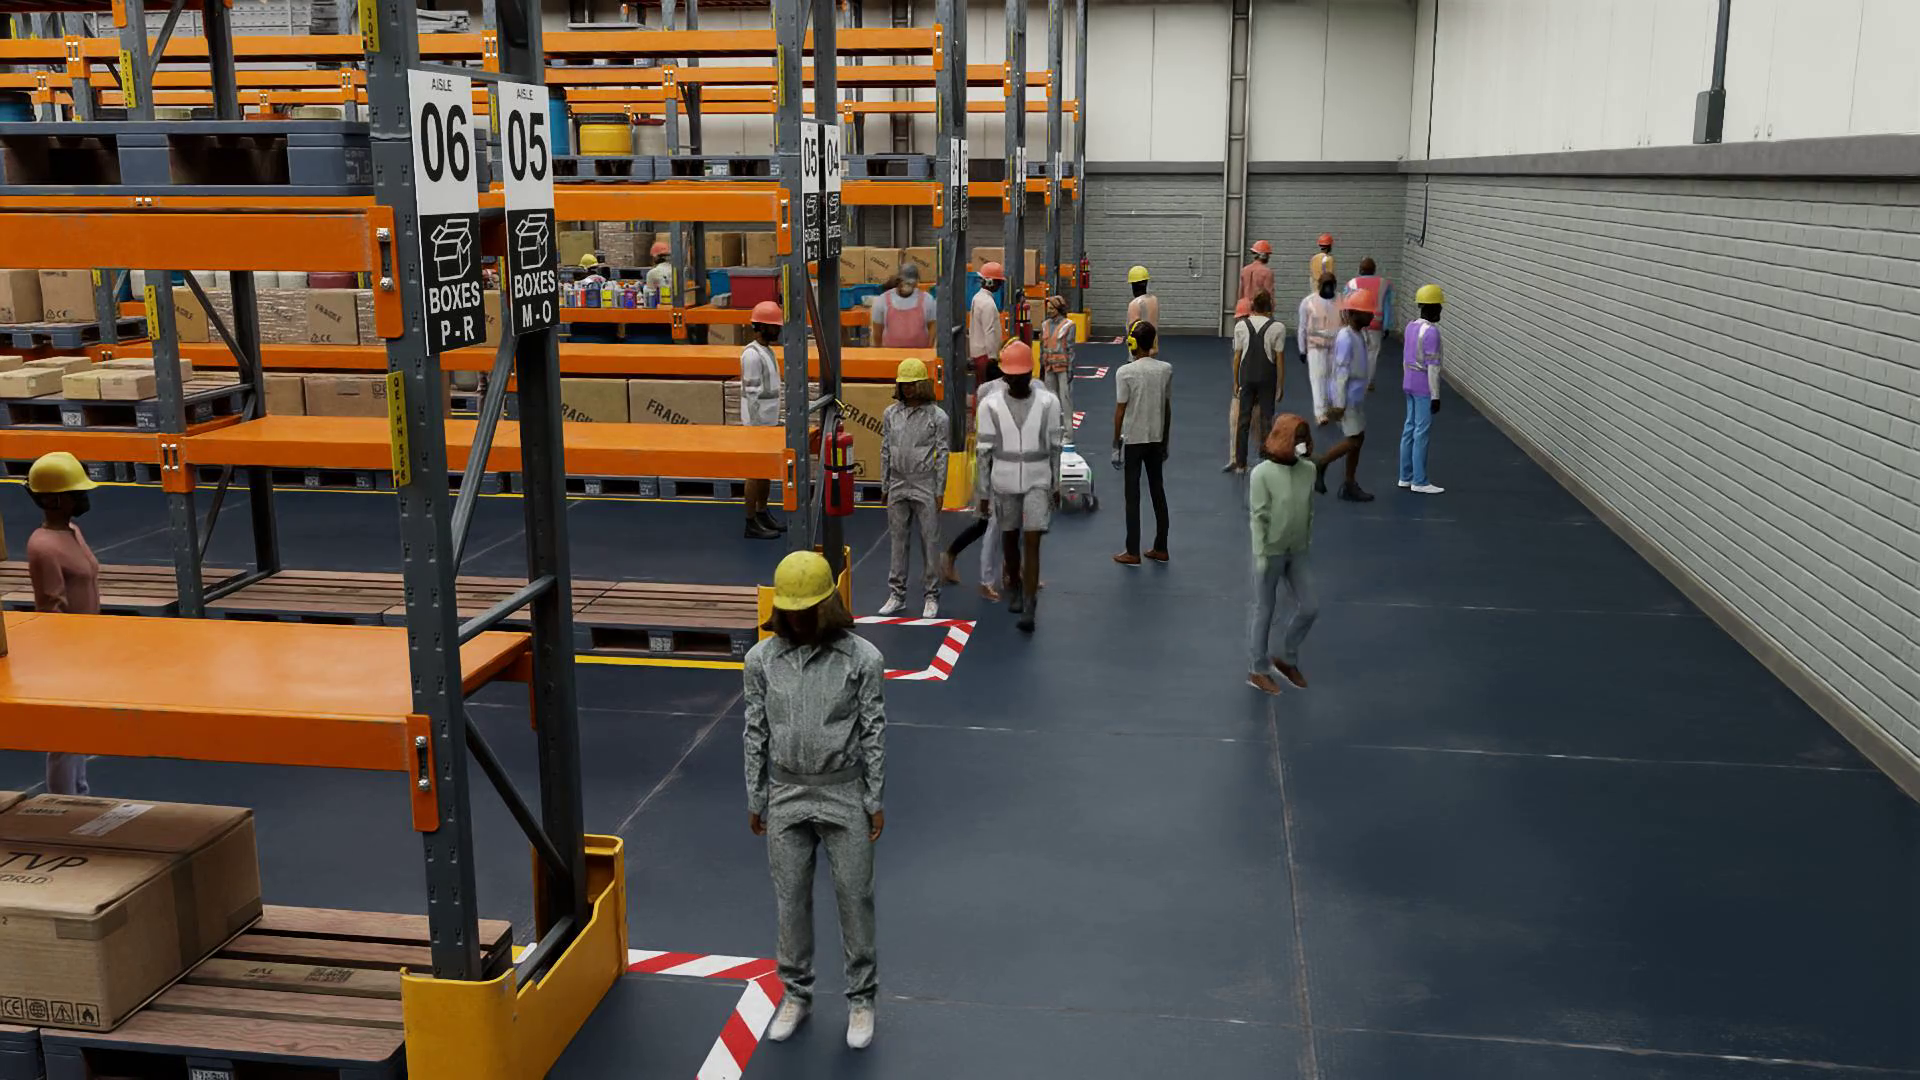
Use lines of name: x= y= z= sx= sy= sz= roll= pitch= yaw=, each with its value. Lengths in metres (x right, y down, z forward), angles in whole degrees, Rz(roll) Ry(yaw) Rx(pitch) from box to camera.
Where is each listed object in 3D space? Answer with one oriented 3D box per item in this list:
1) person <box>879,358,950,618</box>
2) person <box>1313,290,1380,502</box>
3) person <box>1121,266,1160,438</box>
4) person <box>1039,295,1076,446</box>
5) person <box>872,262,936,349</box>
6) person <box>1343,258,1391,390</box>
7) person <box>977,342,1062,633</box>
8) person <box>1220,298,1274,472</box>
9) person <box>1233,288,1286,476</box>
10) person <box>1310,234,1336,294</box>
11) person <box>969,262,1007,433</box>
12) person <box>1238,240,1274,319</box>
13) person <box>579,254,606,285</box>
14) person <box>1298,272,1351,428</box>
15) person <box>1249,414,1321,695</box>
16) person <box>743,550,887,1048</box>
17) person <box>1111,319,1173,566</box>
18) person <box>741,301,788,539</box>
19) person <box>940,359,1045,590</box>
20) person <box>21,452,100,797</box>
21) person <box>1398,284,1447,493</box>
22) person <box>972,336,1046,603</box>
person: x=-0.313 y=-0.344 z=11.105 sx=0.485 sy=1.744 sz=0.295 roll=4 pitch=13 yaw=19
person: x=3.474 y=-1.289 z=14.953 sx=0.537 sy=1.919 sz=0.552 roll=7 pitch=14 yaw=28
person: x=2.008 y=-2.079 z=18.529 sx=0.383 sy=1.922 sz=0.587 roll=8 pitch=15 yaw=31
person: x=1.063 y=-1.849 z=18.156 sx=0.320 sy=1.631 sz=0.525 roll=-11 pitch=17 yaw=-41
person: x=-0.606 y=-2.106 z=18.379 sx=0.716 sy=2.000 sz=0.537 roll=-1 pitch=13 yaw=-4
person: x=5.450 y=-2.885 z=22.420 sx=0.646 sy=1.802 sz=0.933 roll=2 pitch=13 yaw=9
person: x=0.385 y=-0.361 z=10.873 sx=0.554 sy=1.872 sz=1.008 roll=1 pitch=13 yaw=3
person: x=2.888 y=-1.535 z=16.512 sx=0.595 sy=1.724 sz=0.590 roll=-8 pitch=15 yaw=-31
person: x=2.911 y=-1.526 z=16.226 sx=0.503 sy=1.839 sz=0.342 roll=5 pitch=13 yaw=22
person: x=6.065 y=-4.124 z=27.725 sx=0.357 sy=1.936 sz=0.551 roll=-6 pitch=14 yaw=-25
person: x=0.304 y=-2.061 z=18.315 sx=0.403 sy=1.982 sz=0.628 roll=-3 pitch=13 yaw=-12
person: x=4.233 y=-3.250 z=23.655 sx=0.392 sy=1.990 sz=0.614 roll=-9 pitch=15 yaw=-35
person: x=-5.109 y=-3.041 z=23.075 sx=0.404 sy=1.832 sz=0.597 roll=4 pitch=13 yaw=19
person: x=4.306 y=-2.229 z=19.505 sx=0.636 sy=1.792 sz=0.957 roll=0 pitch=12 yaw=-1
person: x=1.824 y=0.089 z=9.416 sx=0.498 sy=1.622 sz=0.417 roll=-7 pitch=14 yaw=-28
person: x=-0.492 y=0.876 z=5.626 sx=0.491 sy=1.733 sz=0.317 roll=1 pitch=13 yaw=6
person: x=1.377 y=-0.730 z=12.596 sx=0.513 sy=1.861 sz=0.328 roll=-6 pitch=14 yaw=-26
person: x=-1.577 y=-0.974 z=13.536 sx=0.385 sy=1.929 sz=0.547 roll=2 pitch=13 yaw=11
person: x=0.204 y=-0.463 z=11.789 sx=0.741 sy=1.667 sz=0.530 roll=5 pitch=14 yaw=22
person: x=-3.878 y=0.490 z=7.286 sx=0.323 sy=1.769 sz=0.523 roll=-4 pitch=13 yaw=-16
person: x=4.306 y=-1.403 z=15.456 sx=0.357 sy=1.930 sz=0.586 roll=-2 pitch=13 yaw=-10
person: x=0.349 y=-0.505 z=11.606 sx=0.517 sy=1.842 sz=0.608 roll=-3 pitch=13 yaw=-15
